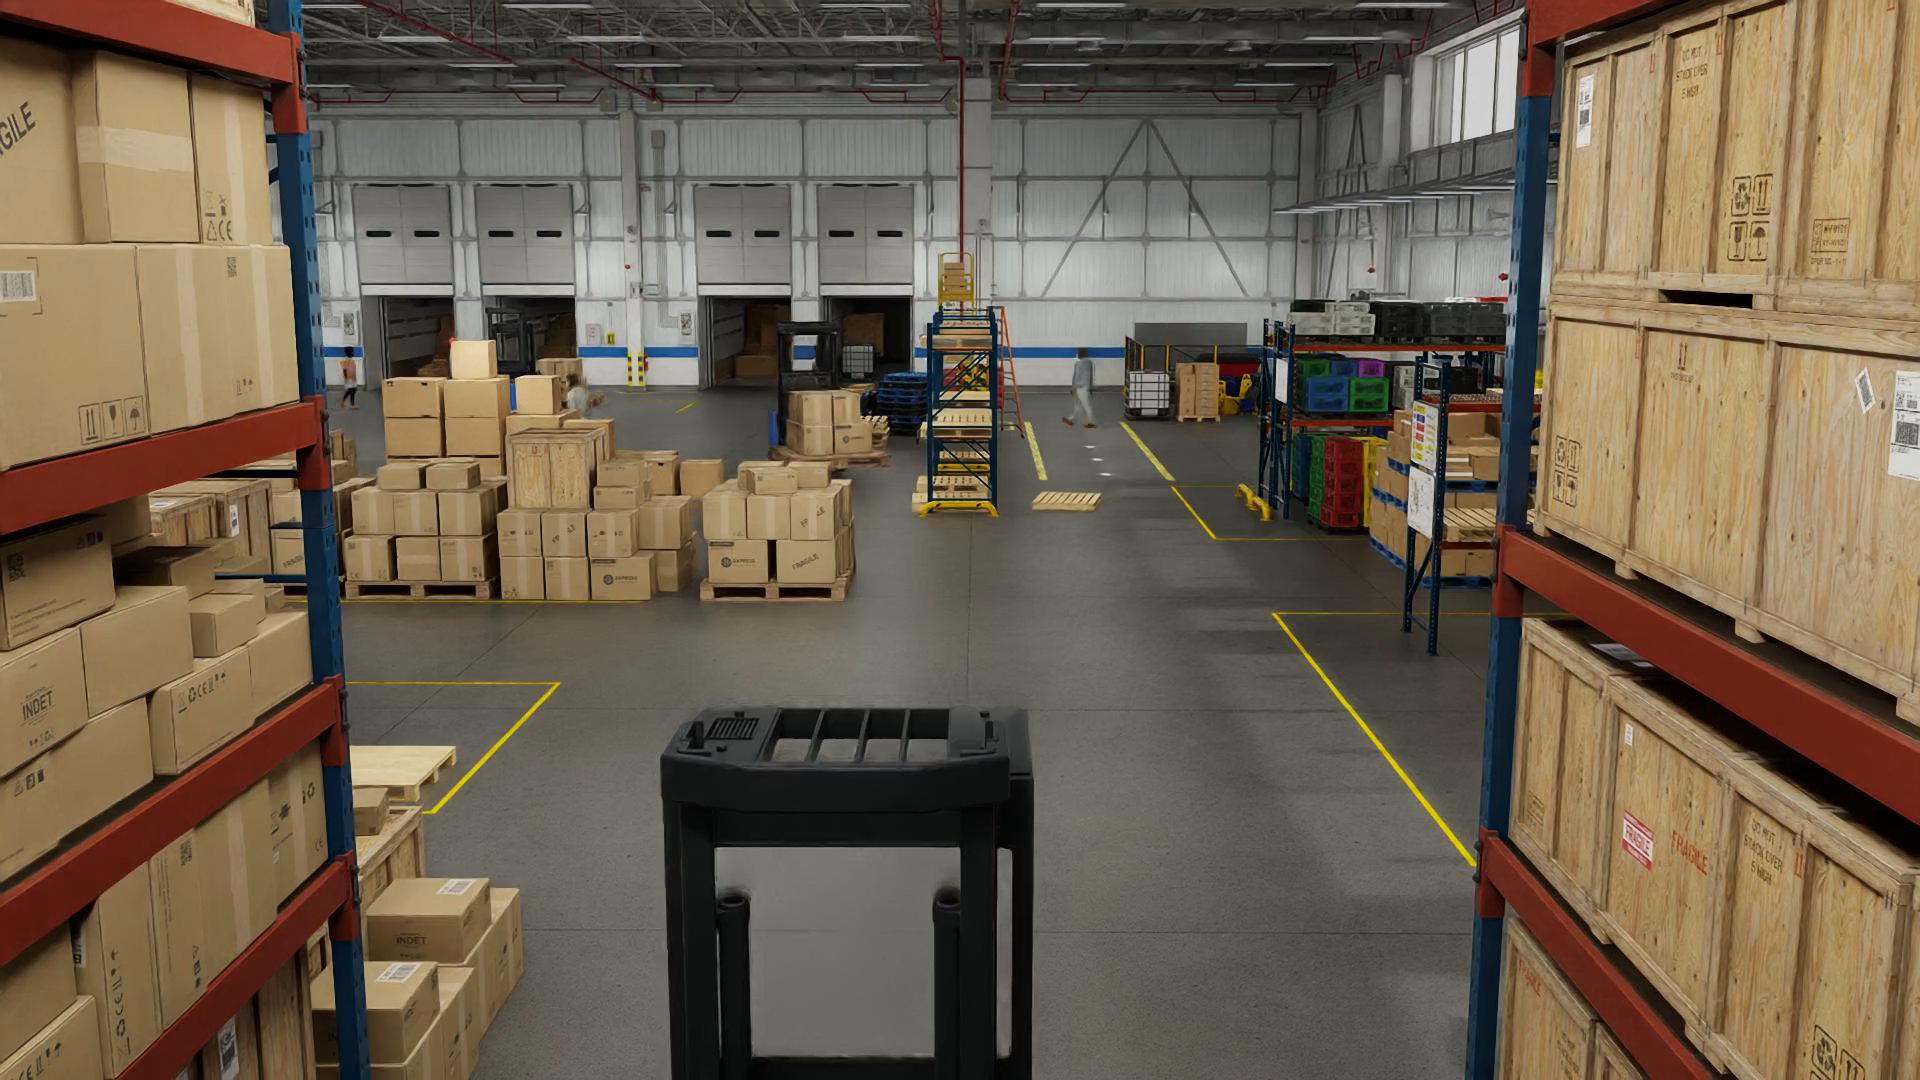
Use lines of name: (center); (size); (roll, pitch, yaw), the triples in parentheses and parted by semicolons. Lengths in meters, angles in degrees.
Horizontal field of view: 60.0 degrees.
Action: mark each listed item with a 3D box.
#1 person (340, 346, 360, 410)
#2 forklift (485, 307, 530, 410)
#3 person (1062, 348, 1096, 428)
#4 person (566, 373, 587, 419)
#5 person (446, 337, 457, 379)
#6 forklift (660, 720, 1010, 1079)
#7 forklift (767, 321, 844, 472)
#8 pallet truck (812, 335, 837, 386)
person: (-16.016, -4.249, 43.633); (0.392, 1.686, 0.552); (2, 10, 10)
forklift: (-10.754, -4.150, 39.646); (1.129, 2.768, 1.873); (0, 10, 1)
person: (2.828, -3.597, 39.315); (1.003, 1.882, 0.651); (7, 12, 34)
person: (-7.120, -2.191, 31.203); (0.968, 1.904, 0.636); (1, 10, 6)
person: (-13.135, -4.309, 43.294); (0.376, 1.934, 0.546); (-8, 13, -40)
forklift: (-0.328, 1.897, 4.755); (1.129, 2.768, 1.873); (0, 10, 1)
forklift: (-2.991, -2.754, 31.594); (1.129, 2.768, 1.873); (-3, 10, -18)
pallet truck: (-3.021, -4.312, 43.126); (1.885, 1.965, 0.823); (3, 10, 17)
